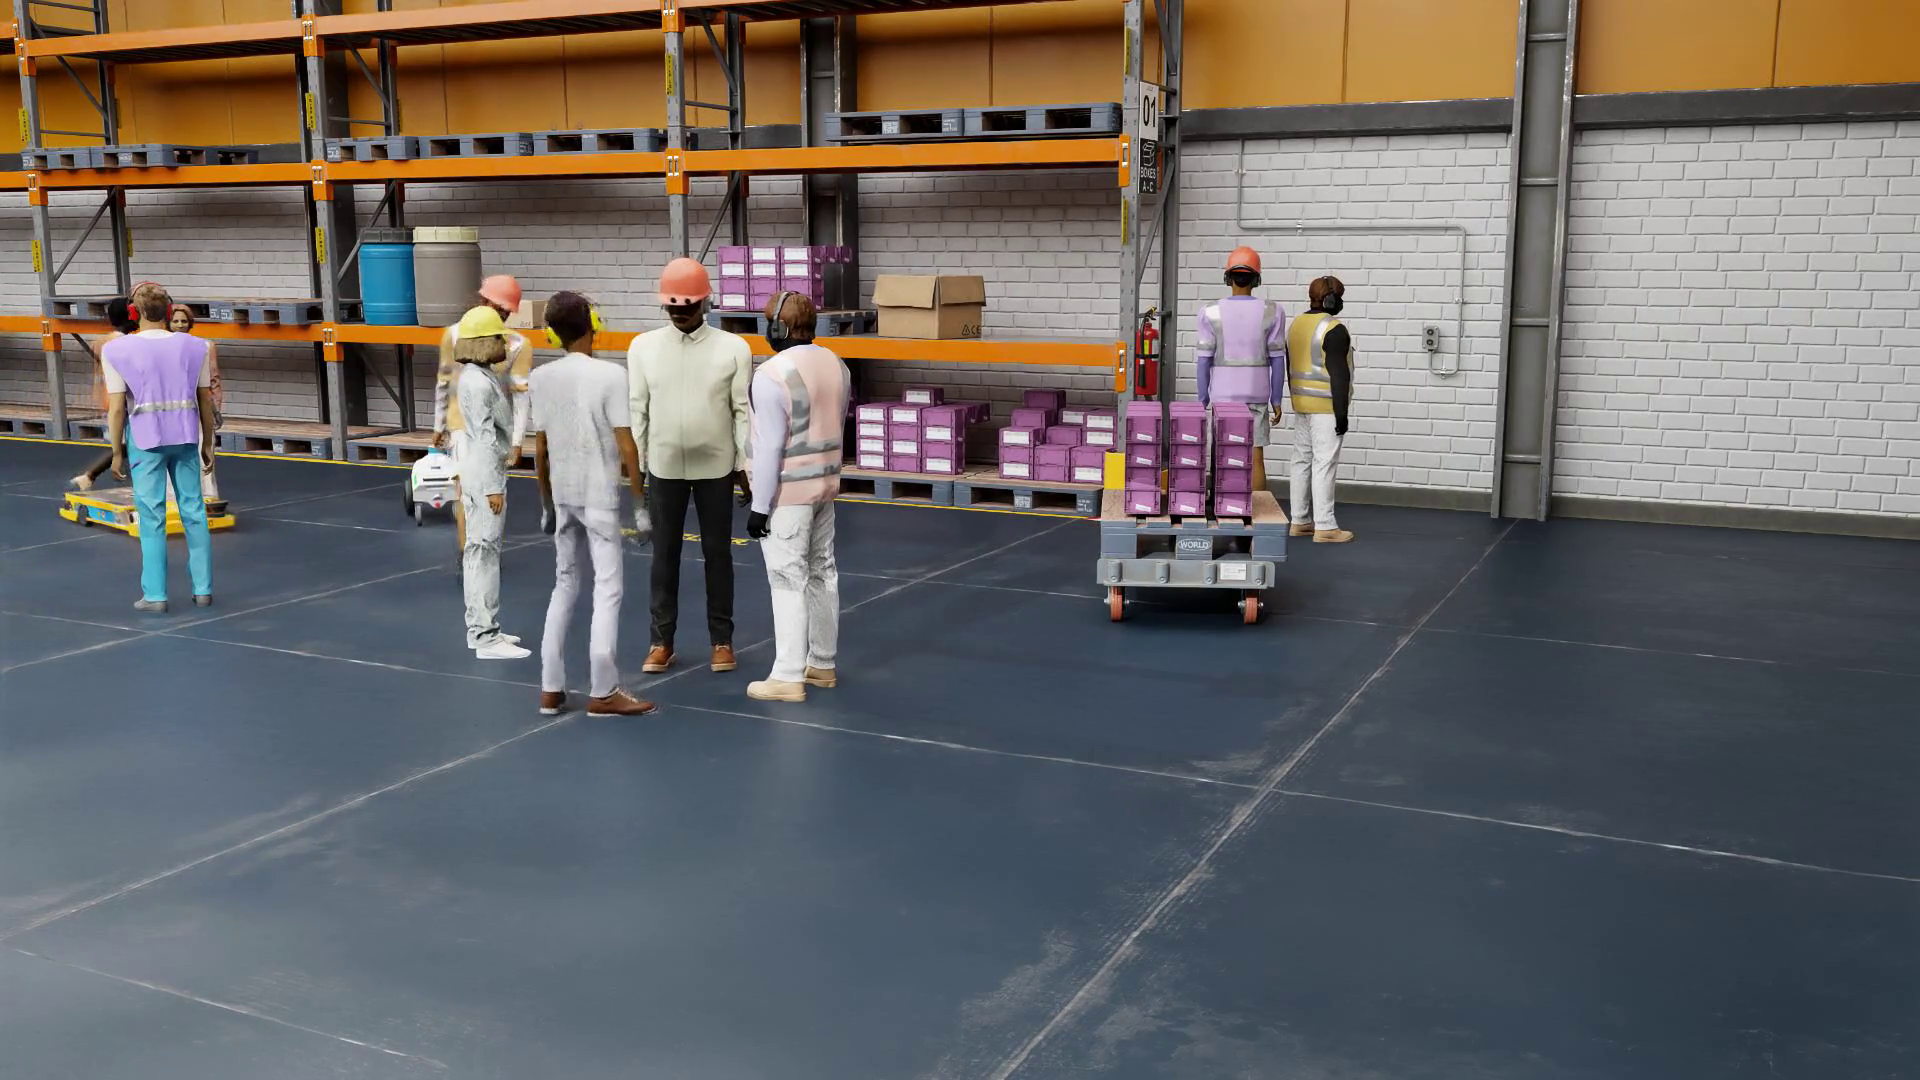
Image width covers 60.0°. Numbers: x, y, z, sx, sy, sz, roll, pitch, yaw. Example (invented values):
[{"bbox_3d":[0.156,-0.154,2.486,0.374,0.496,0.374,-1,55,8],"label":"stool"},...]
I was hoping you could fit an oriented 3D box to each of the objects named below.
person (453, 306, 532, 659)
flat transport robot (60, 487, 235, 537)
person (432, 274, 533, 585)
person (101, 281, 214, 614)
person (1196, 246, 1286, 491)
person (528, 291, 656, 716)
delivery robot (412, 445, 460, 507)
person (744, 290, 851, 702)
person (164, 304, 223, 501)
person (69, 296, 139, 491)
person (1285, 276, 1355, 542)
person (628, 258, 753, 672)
[{"bbox_3d":[-2.344,-0.285,8.292,0.291,1.746,0.484,-4,11,-22],"label":"person"},{"bbox_3d":[-5.973,-0.229,12.185,1.431,0.197,0.652,9,13,40],"label":"flat transport robot"},{"bbox_3d":[-2.894,-0.661,10.071,0.628,1.874,0.810,-2,10,-13],"label":"person"},{"bbox_3d":[-4.445,-0.509,9.282,0.564,1.846,0.390,-10,14,-44],"label":"person"},{"bbox_3d":[1.932,-0.995,11.502,0.607,2.044,0.379,1,10,6],"label":"person"},{"bbox_3d":[-1.624,-0.131,7.141,0.623,1.843,0.363,5,11,28],"label":"person"},{"bbox_3d":[-3.926,-0.469,12.479,0.477,0.478,0.707,-3,10,-16],"label":"delivery robot"},{"bbox_3d":[-0.756,-0.196,7.507,0.429,1.844,0.627,5,11,28],"label":"person"},{"bbox_3d":[-5.719,-0.924,12.284,0.509,1.626,0.324,-7,12,-35],"label":"person"},{"bbox_3d":[-6.424,-1.019,12.680,0.646,1.673,0.537,-9,13,-42],"label":"person"},{"bbox_3d":[2.520,-0.908,11.581,0.429,1.843,0.629,-4,11,-22],"label":"person"},{"bbox_3d":[-1.283,-0.345,7.951,0.612,1.982,0.407,0,10,-3],"label":"person"}]
